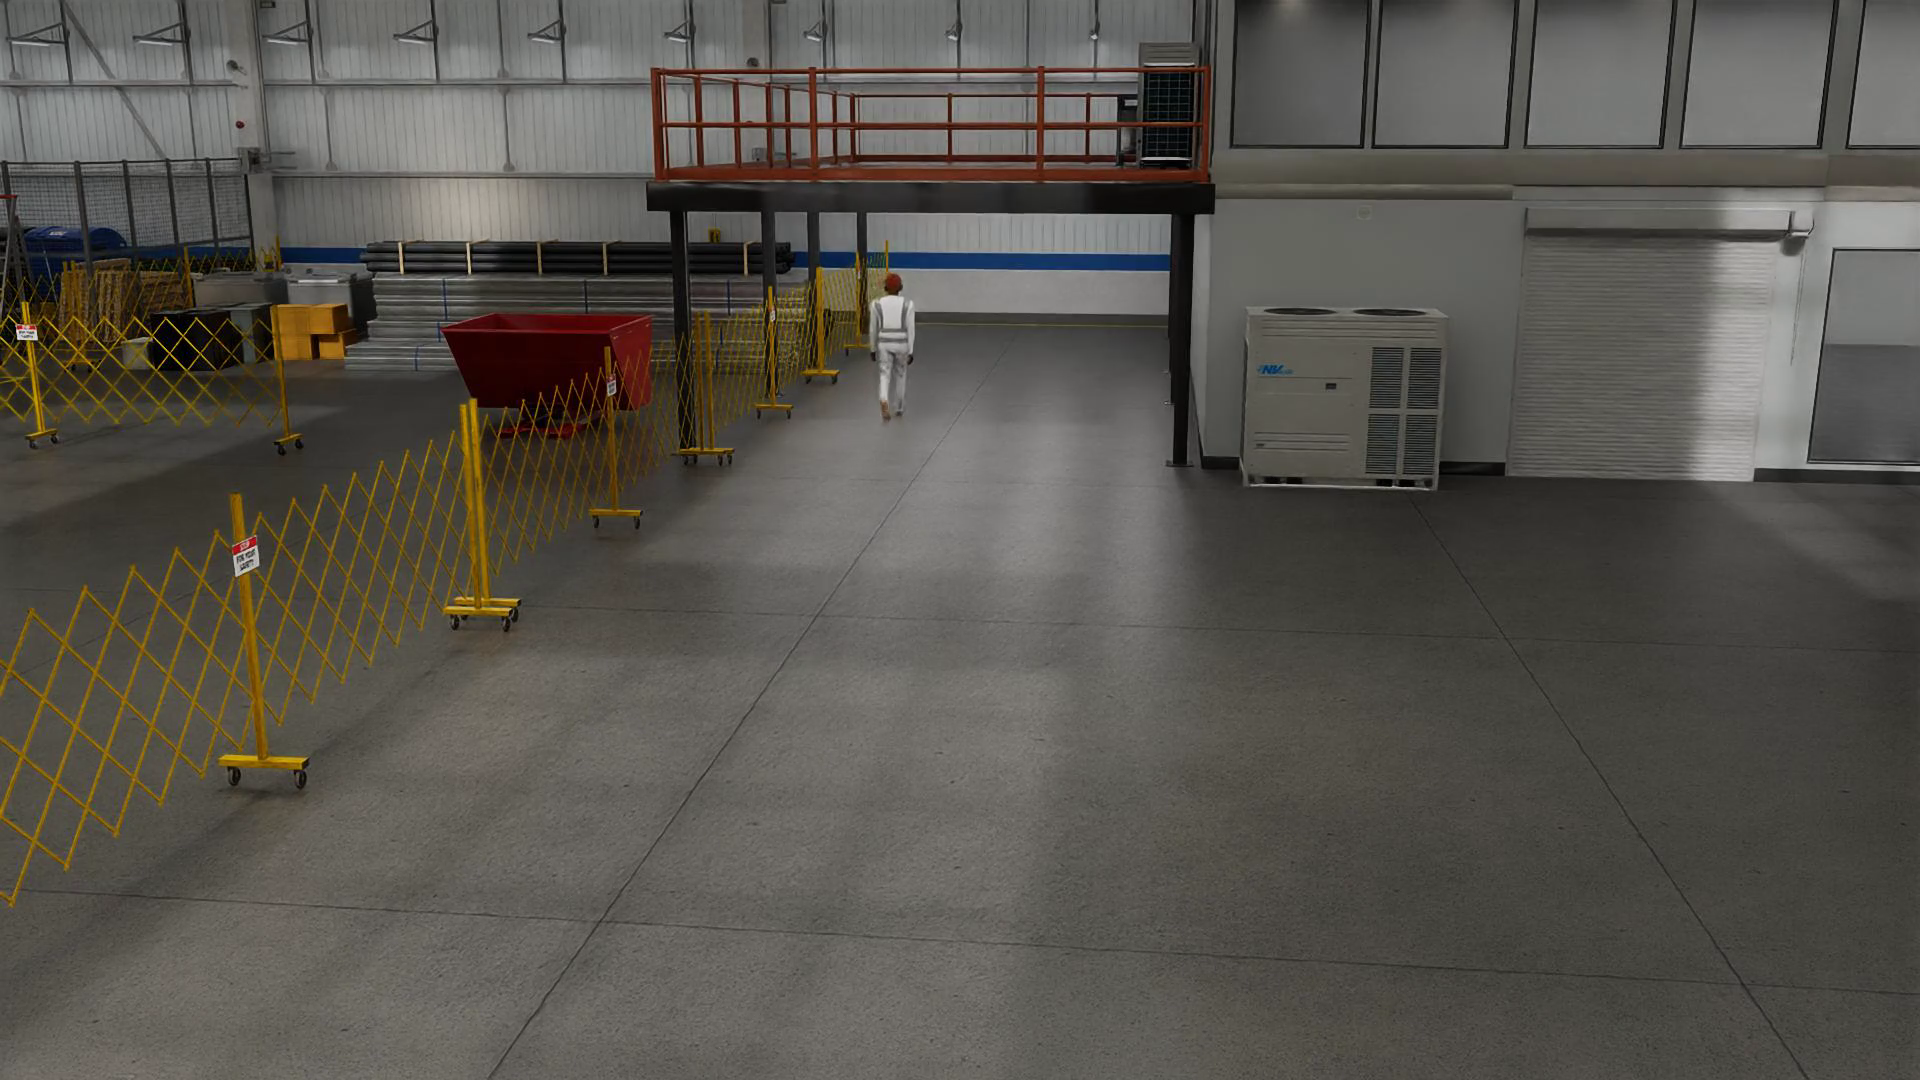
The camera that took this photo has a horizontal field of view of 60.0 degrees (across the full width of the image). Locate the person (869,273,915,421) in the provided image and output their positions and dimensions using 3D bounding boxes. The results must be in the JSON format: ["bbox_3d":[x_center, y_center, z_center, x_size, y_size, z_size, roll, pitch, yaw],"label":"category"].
[{"bbox_3d":[-0.851,-2.393,20.727,0.577,1.858,0.826,1,14,5],"label":"person"}]

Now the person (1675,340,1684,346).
[{"bbox_3d":[8.688,-2.085,19.913,0.424,1.626,0.506,9,16,32],"label":"person"}]
